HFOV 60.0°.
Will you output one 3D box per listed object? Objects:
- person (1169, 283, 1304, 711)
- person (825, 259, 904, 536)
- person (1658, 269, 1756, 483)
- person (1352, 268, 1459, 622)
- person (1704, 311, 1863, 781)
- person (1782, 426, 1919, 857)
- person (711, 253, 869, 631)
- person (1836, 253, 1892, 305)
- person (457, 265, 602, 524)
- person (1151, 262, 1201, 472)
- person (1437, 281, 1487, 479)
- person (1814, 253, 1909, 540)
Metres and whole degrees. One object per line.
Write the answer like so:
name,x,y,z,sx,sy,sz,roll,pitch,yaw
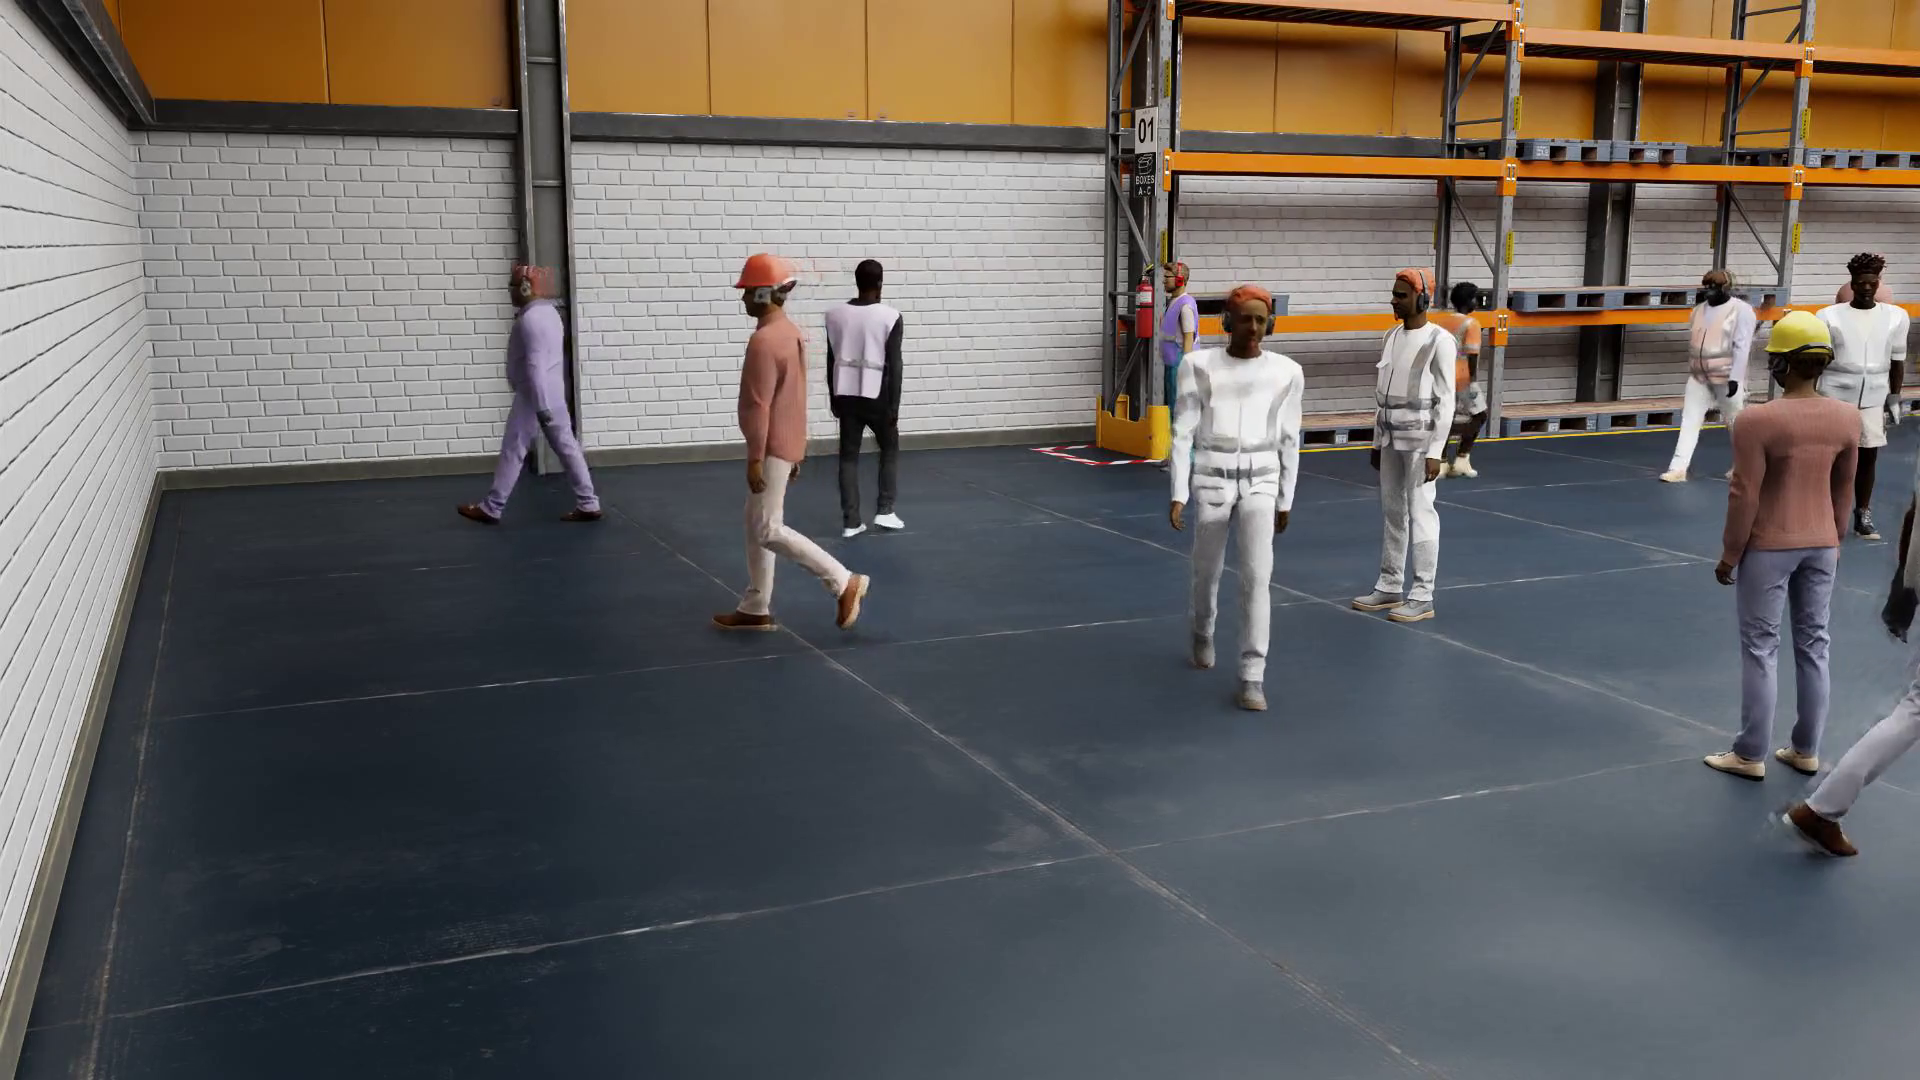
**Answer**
person,1.232,-0.230,7.501,0.582,1.852,0.917,1,10,5
person,-0.650,-0.986,11.573,0.612,1.897,0.633,3,11,18
person,6.389,-1.376,14.027,0.952,1.802,0.632,-6,12,-30
person,2.401,-0.507,8.929,0.356,1.883,0.572,-4,11,-22
person,3.095,0.031,6.257,0.525,1.769,0.308,-2,10,-13
person,3.176,0.169,5.373,0.943,1.817,0.557,0,10,2
person,-0.883,-0.469,8.475,0.802,1.968,0.622,2,10,8
person,9.300,-1.983,17.095,0.401,1.904,0.671,-3,11,-17
person,-3.073,-1.027,11.913,1.007,1.854,0.645,1,10,5
person,1.934,-1.521,14.672,0.389,1.847,0.563,-1,10,-4
person,4.272,-1.351,14.158,0.461,1.679,0.560,-4,11,-20
person,6.059,-0.962,11.287,0.621,1.953,0.394,2,10,11
